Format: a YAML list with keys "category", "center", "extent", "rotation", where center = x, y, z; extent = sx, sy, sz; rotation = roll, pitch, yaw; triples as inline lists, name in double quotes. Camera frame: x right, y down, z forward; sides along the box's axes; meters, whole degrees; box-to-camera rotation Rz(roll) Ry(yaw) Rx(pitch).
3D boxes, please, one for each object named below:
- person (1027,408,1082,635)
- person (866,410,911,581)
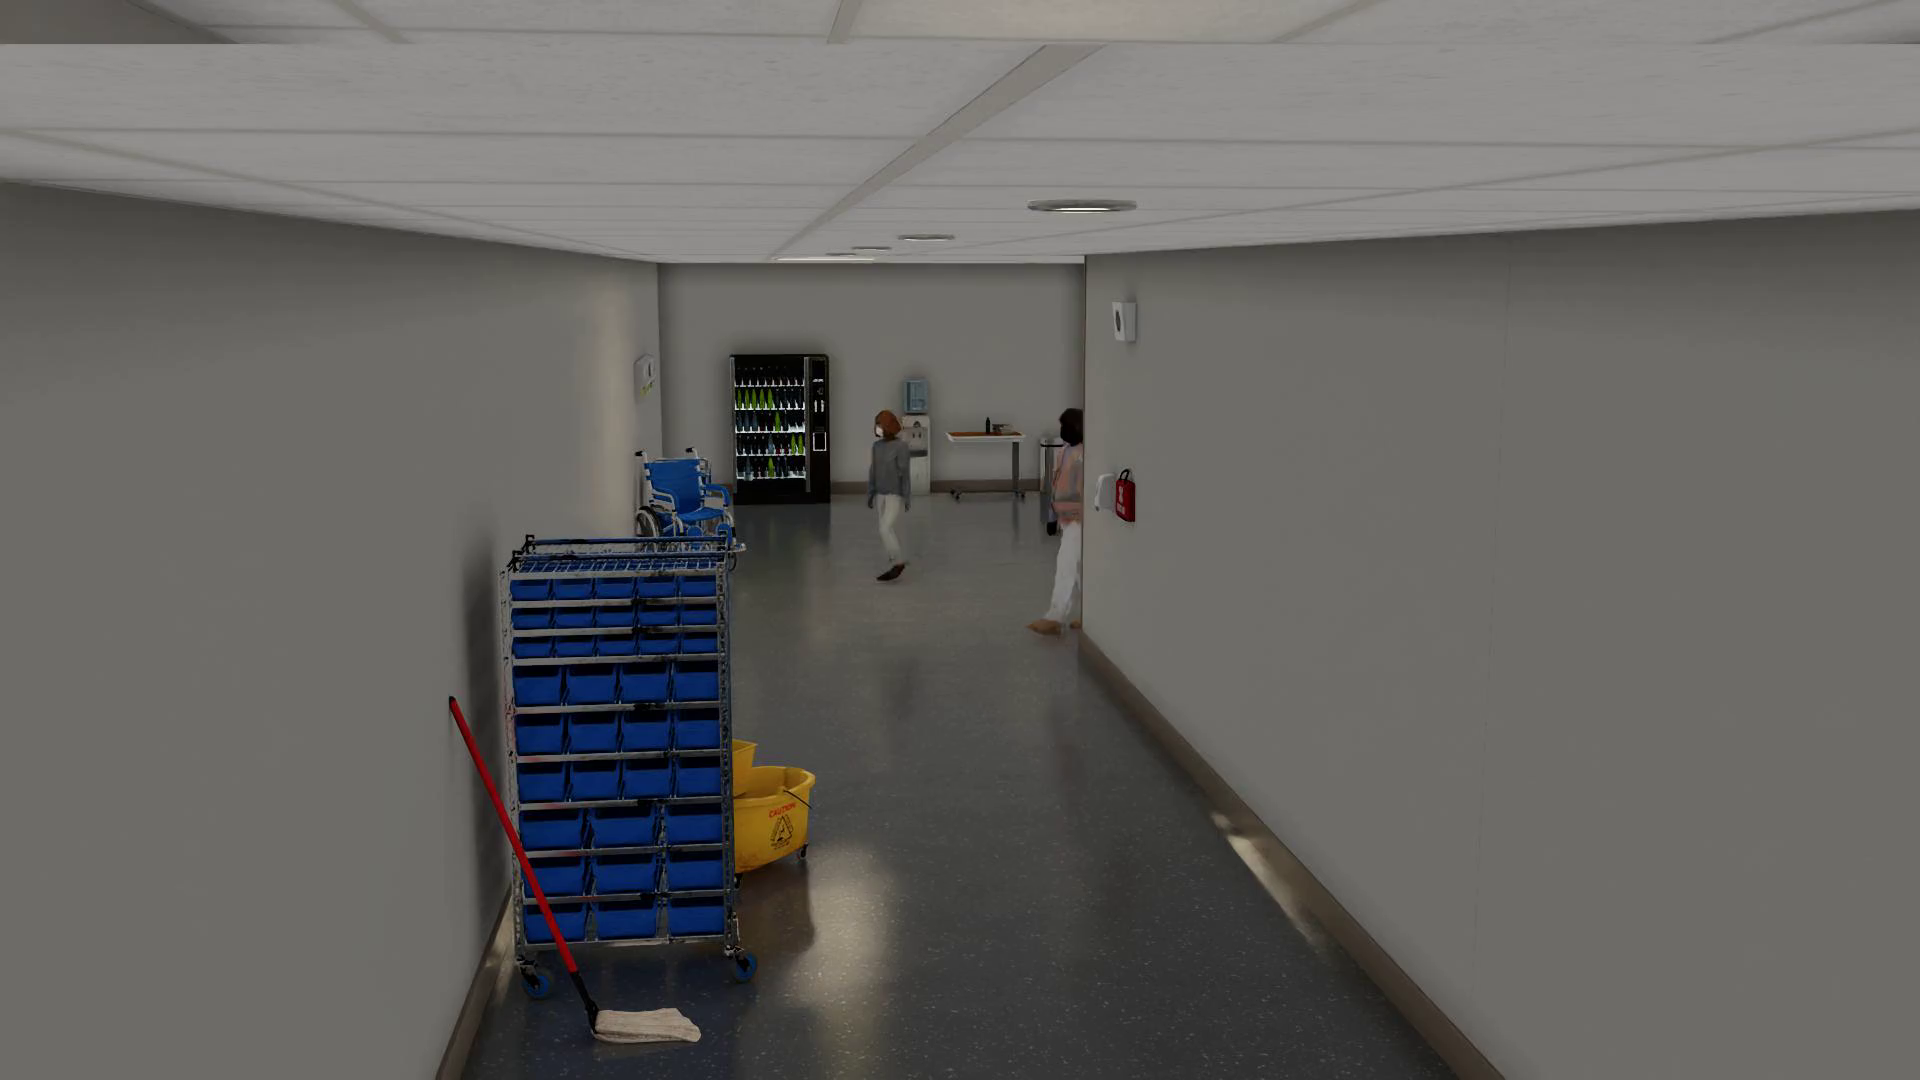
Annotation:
- category: "person"
  center: [0.828, -0.149, 13.356]
  extent: [0.825, 1.811, 0.644]
  rotation: [-3, 10, -18]
- category: "person"
  center: [-0.682, -0.402, 15.544]
  extent: [0.370, 1.617, 0.520]
  rotation: [-8, 12, -39]
